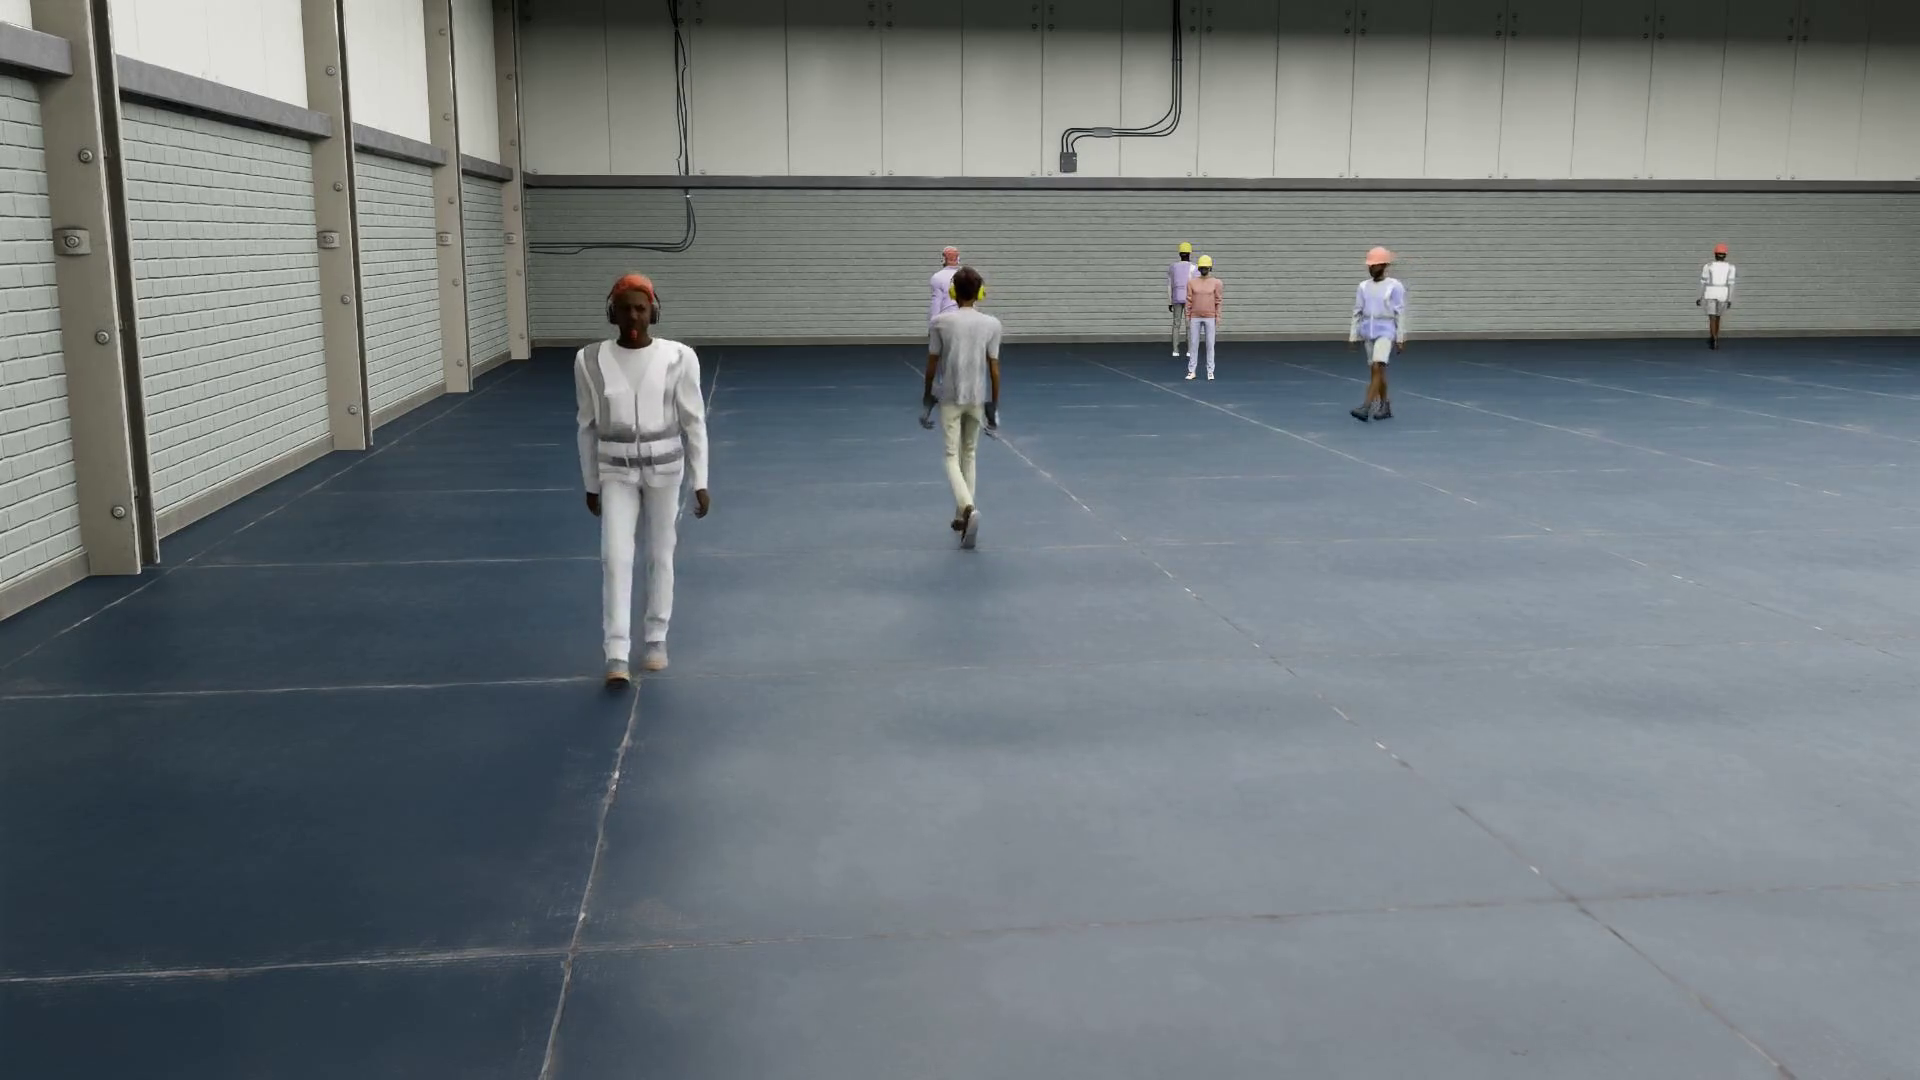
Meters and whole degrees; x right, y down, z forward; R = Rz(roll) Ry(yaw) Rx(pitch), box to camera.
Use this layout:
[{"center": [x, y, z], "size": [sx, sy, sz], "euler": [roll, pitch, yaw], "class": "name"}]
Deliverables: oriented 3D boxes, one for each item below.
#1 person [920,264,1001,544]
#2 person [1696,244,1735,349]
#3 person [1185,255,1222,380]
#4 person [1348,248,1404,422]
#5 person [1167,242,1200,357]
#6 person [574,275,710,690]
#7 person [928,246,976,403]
[{"center": [0.025, -0.906, 11.085], "size": [0.519, 1.848, 0.833], "euler": [-3, 11, -15], "class": "person"}, {"center": [13.700, -4.402, 30.144], "size": [0.563, 1.891, 0.989], "euler": [2, 10, 10], "class": "person"}, {"center": [3.450, -3.153, 23.608], "size": [0.525, 1.771, 0.305], "euler": [3, 11, 15], "class": "person"}, {"center": [4.517, -2.242, 18.266], "size": [0.565, 1.887, 0.975], "euler": [10, 14, 44], "class": "person"}, {"center": [3.780, -4.045, 28.052], "size": [0.588, 1.930, 0.363], "euler": [5, 11, 24], "class": "person"}, {"center": [-1.431, -0.256, 7.518], "size": [0.592, 1.839, 0.930], "euler": [-2, 10, -10], "class": "person"}, {"center": [-0.110, -2.613, 20.271], "size": [0.650, 1.904, 0.401], "euler": [-7, 12, -33], "class": "person"}]
